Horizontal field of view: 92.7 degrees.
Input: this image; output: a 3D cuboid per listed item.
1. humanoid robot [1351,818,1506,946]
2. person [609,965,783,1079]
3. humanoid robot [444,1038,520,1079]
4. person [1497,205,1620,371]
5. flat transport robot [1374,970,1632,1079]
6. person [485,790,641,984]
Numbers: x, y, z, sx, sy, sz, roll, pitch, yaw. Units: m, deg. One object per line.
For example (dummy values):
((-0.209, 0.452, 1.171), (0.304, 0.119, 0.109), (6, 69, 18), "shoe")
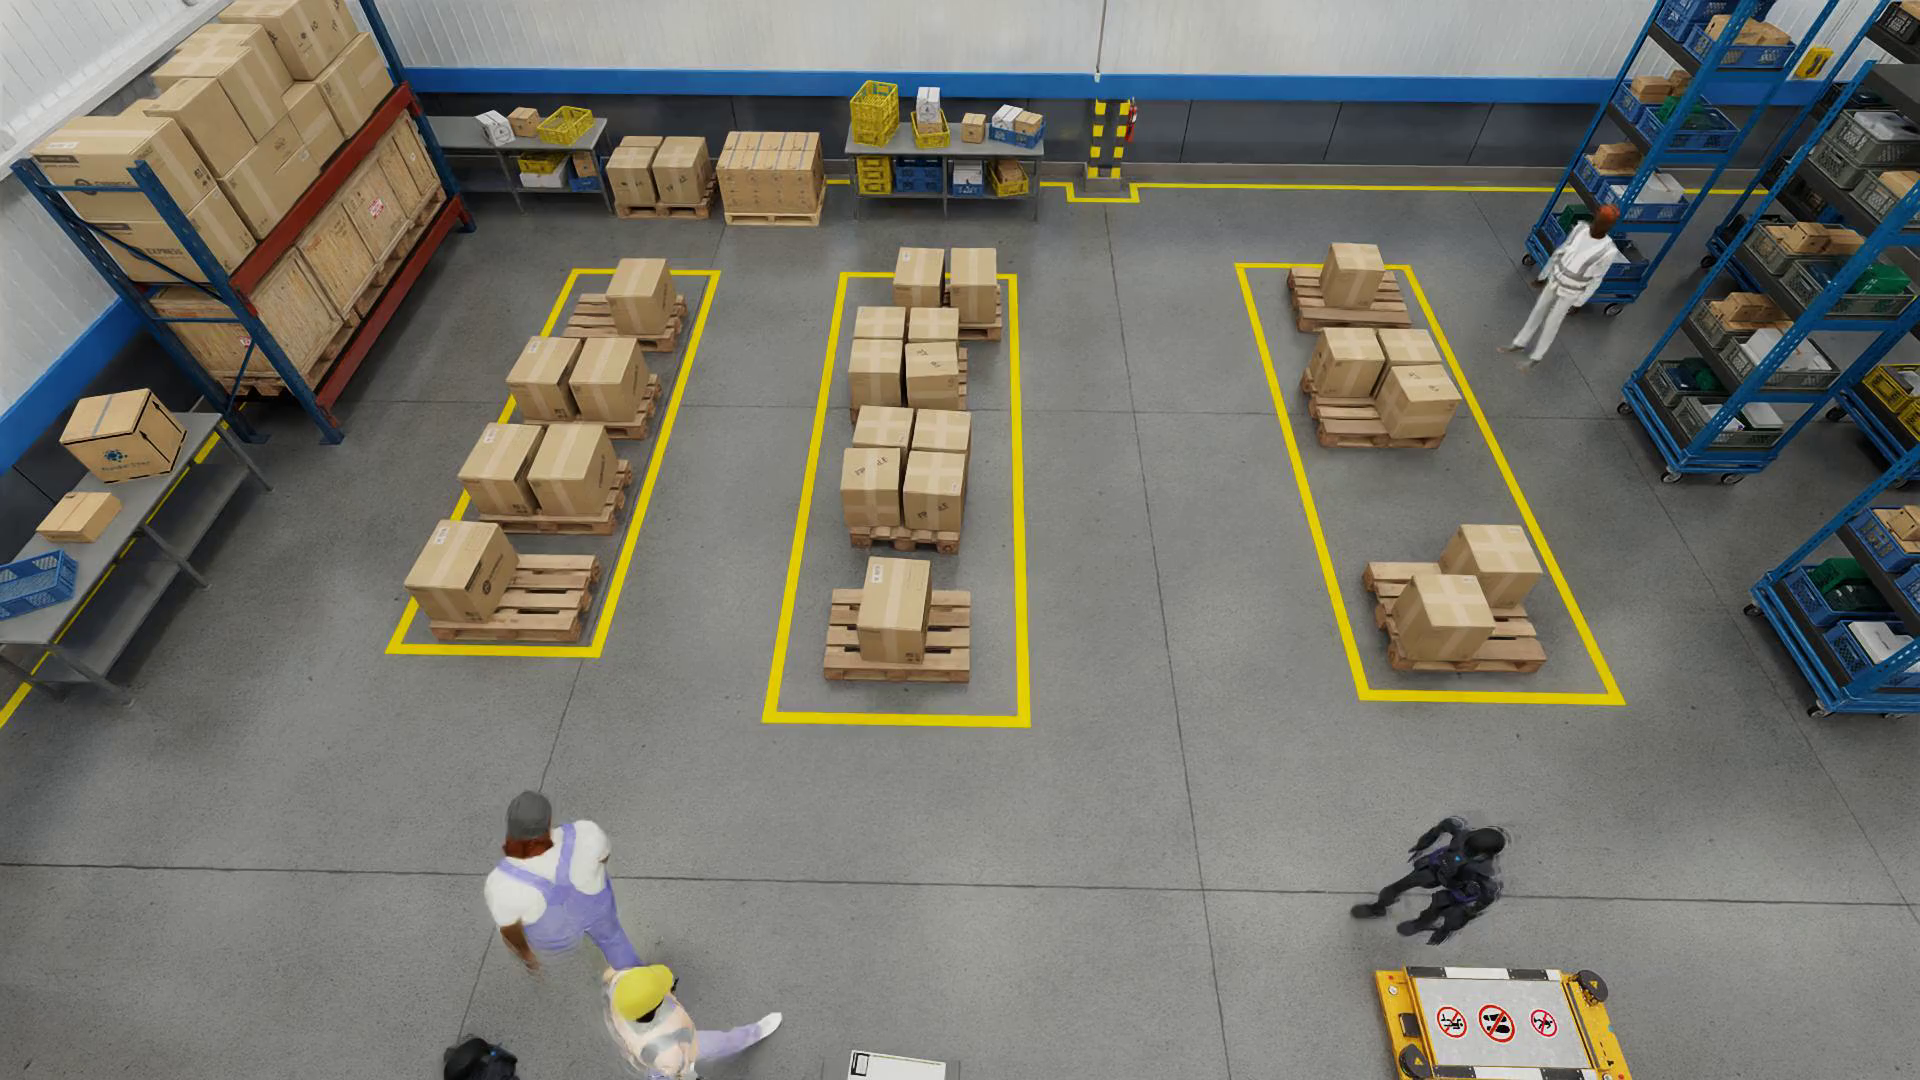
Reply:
((3.011, 2.186, 5.804), (0.623, 1.638, 0.603), (-12, 52, -10), "humanoid robot")
((-1.594, 2.753, 5.202), (0.598, 1.875, 0.890), (38, 60, 26), "person")
((-2.485, 3.056, 5.084), (0.666, 1.648, 0.368), (17, 53, 13), "humanoid robot")
((6.311, -2.635, 9.599), (0.368, 1.875, 0.595), (-12, 52, -10), "person")
((3.501, 3.133, 5.914), (1.431, 0.197, 0.652), (1, 51, 1), "flat transport robot")
((-2.390, 2.152, 5.589), (0.712, 2.000, 0.857), (-23, 55, -18), "person")
